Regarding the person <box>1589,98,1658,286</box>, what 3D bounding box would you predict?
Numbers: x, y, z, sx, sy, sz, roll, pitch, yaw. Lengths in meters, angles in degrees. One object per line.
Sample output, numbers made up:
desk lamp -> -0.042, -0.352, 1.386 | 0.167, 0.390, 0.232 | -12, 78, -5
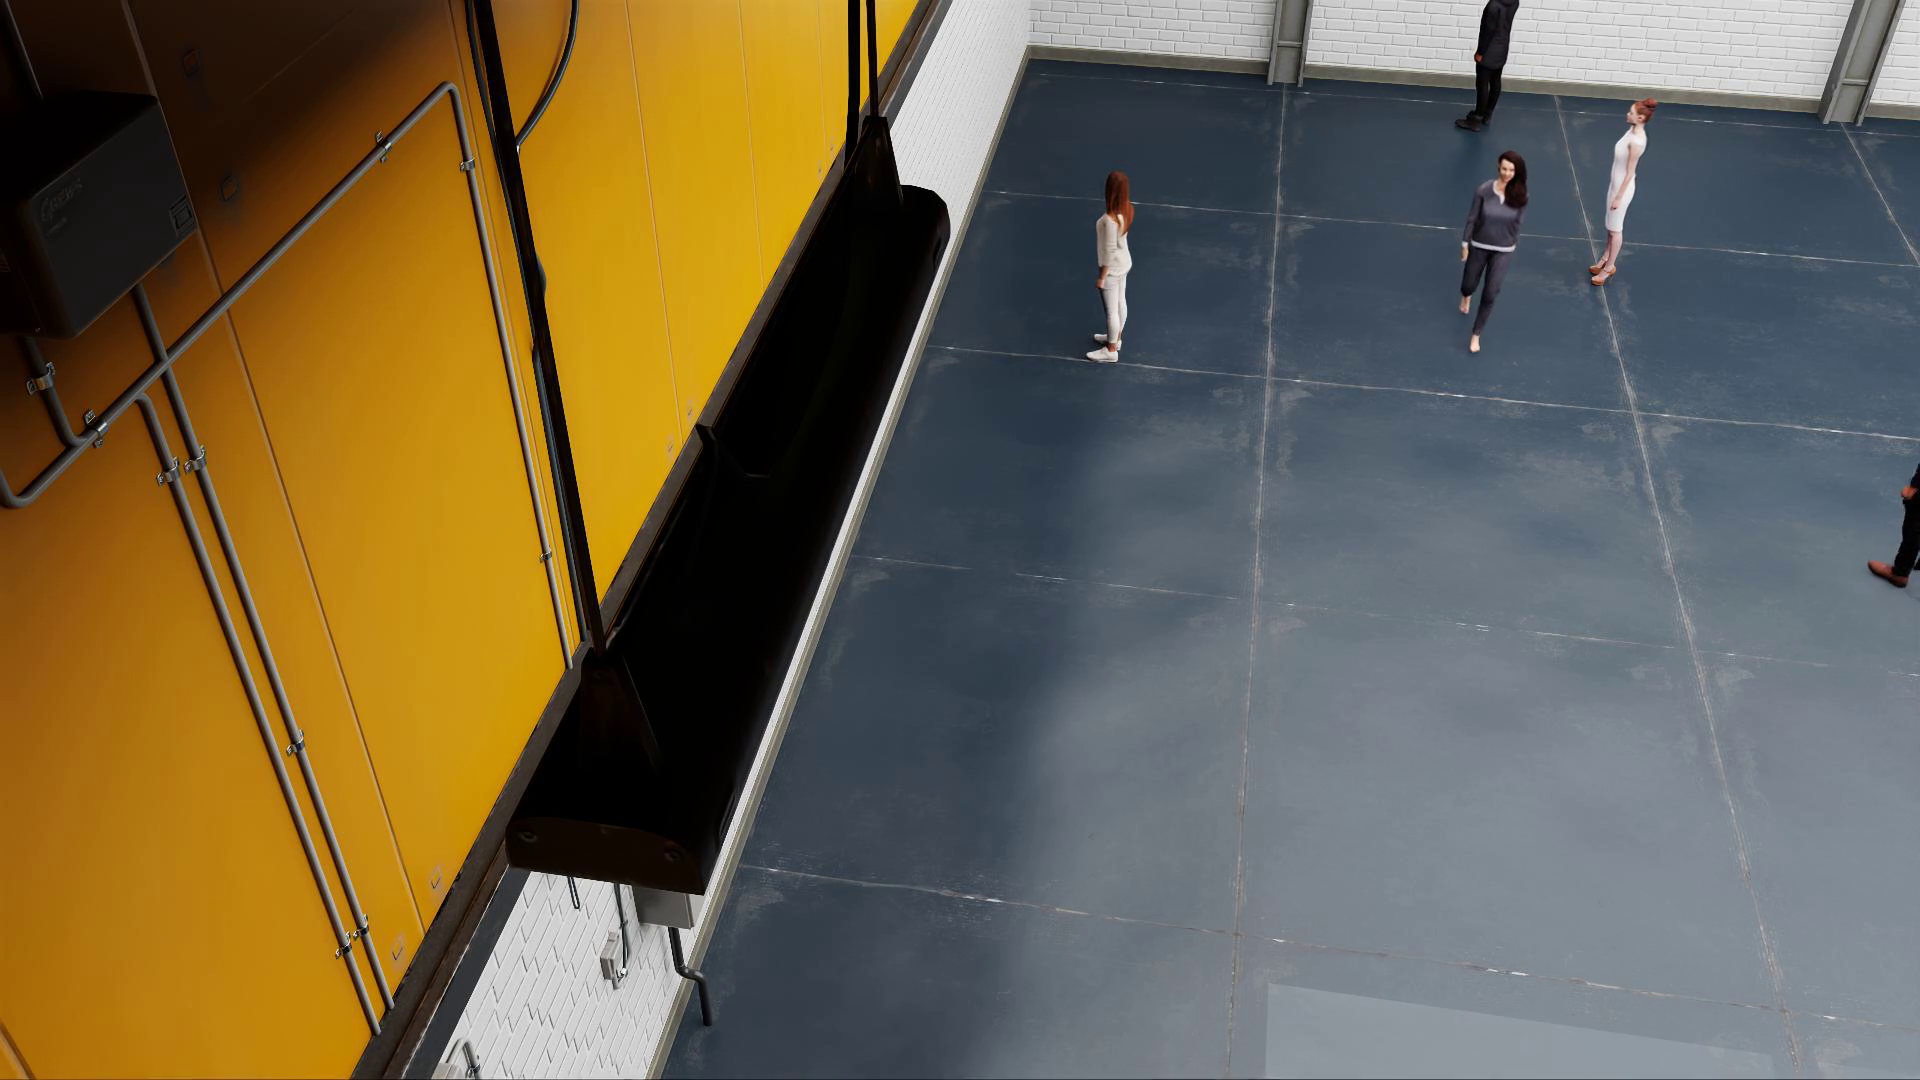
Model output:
person -> 5.930, -3.119, 14.905 | 0.503, 1.793, 0.587 | 9, 39, 11

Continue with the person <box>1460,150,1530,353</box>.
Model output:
person -> 4.523, -2.517, 14.187 | 0.903, 1.749, 0.703 | 8, 39, 10

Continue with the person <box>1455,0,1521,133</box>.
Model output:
person -> 5.624, -5.187, 17.507 | 0.730, 1.778, 0.775 | -29, 47, -31

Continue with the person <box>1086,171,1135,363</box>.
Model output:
person -> 1.302, -2.290, 13.932 | 0.630, 1.713, 0.647 | 16, 41, 19
